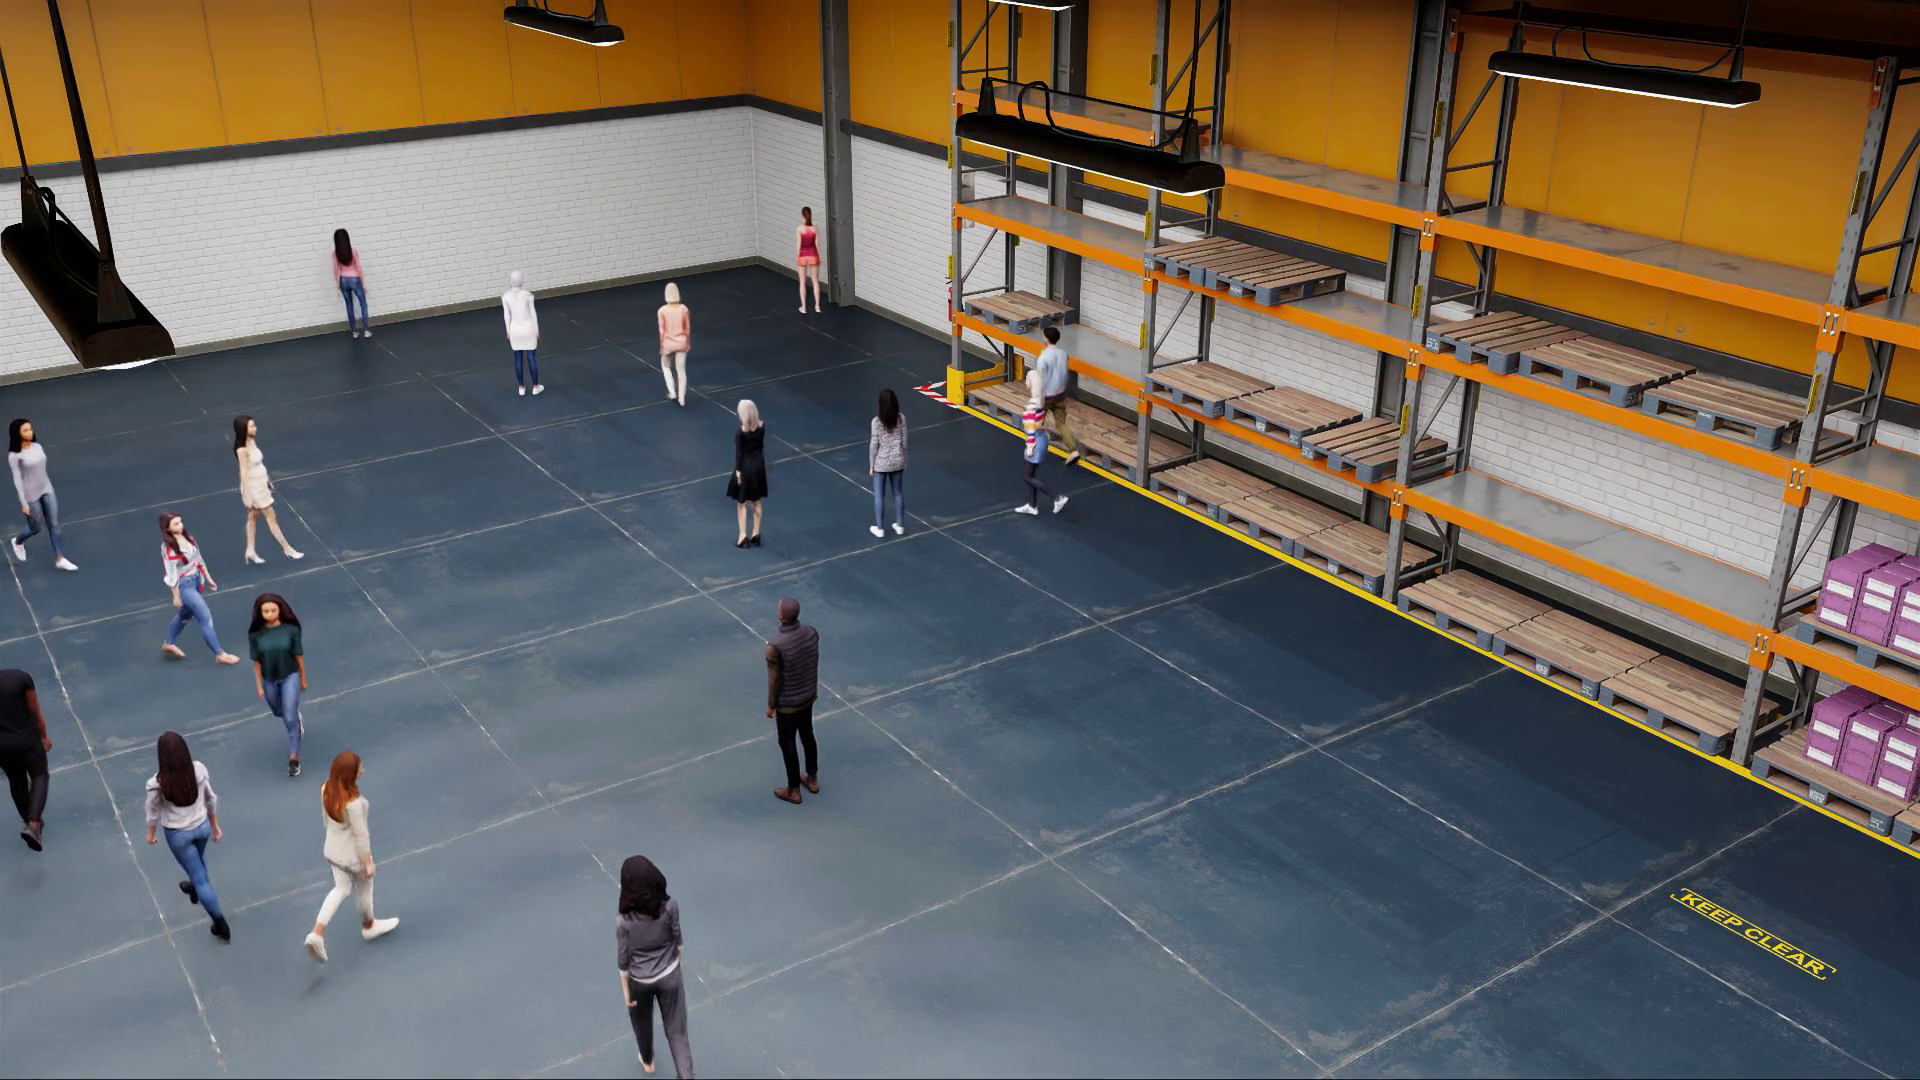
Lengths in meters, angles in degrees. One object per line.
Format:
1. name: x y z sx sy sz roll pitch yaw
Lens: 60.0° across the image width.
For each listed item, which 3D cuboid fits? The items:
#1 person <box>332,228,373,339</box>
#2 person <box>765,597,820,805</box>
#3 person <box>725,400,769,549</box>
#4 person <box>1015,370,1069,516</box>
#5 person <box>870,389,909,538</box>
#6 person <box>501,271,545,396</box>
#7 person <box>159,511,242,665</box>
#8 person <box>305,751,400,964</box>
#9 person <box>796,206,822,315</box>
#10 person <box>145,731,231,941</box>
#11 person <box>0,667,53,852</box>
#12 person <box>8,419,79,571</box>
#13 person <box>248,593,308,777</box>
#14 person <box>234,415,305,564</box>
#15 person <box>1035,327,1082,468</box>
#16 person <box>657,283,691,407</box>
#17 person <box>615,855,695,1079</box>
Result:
1. person: -9.550 -4.004 26.015 0.722 1.741 0.738 -1 24 -3
2. person: -1.376 1.307 13.748 0.647 1.835 0.750 20 30 38
3. person: -2.305 -0.735 18.532 0.638 1.746 0.684 21 31 39
4. person: 0.959 -1.095 19.295 1.021 1.794 0.938 6 24 14
5. person: -0.809 -0.878 18.876 0.648 1.731 0.586 -11 26 -24
6. person: -6.184 -2.924 23.502 0.694 1.775 0.709 -1 24 -1
7. person: -7.498 0.466 15.995 1.055 1.576 1.066 1 24 3
8. person: -4.392 2.262 11.762 1.011 1.676 0.896 14 27 29
9. person: -2.509 -4.621 27.417 0.611 1.749 0.611 -8 25 -17
10. person: -5.559 2.178 12.073 1.119 1.580 0.822 17 29 34
11. person: -7.409 1.646 13.014 0.815 1.803 1.010 -9 25 -19
12. person: -10.053 -0.474 17.970 1.085 1.717 0.956 8 25 17
13. person: -5.851 1.181 14.340 0.854 1.592 1.126 -5 24 -12
14. person: -7.761 -0.527 18.095 0.888 1.714 0.910 -3 24 -7
15. person: 1.203 -1.768 20.849 0.674 1.783 1.134 -16 28 -32
16. person: -3.929 -2.681 23.025 0.674 1.712 0.705 -10 26 -22
17. person: -1.891 2.812 10.438 0.774 1.729 1.156 -8 25 -18
